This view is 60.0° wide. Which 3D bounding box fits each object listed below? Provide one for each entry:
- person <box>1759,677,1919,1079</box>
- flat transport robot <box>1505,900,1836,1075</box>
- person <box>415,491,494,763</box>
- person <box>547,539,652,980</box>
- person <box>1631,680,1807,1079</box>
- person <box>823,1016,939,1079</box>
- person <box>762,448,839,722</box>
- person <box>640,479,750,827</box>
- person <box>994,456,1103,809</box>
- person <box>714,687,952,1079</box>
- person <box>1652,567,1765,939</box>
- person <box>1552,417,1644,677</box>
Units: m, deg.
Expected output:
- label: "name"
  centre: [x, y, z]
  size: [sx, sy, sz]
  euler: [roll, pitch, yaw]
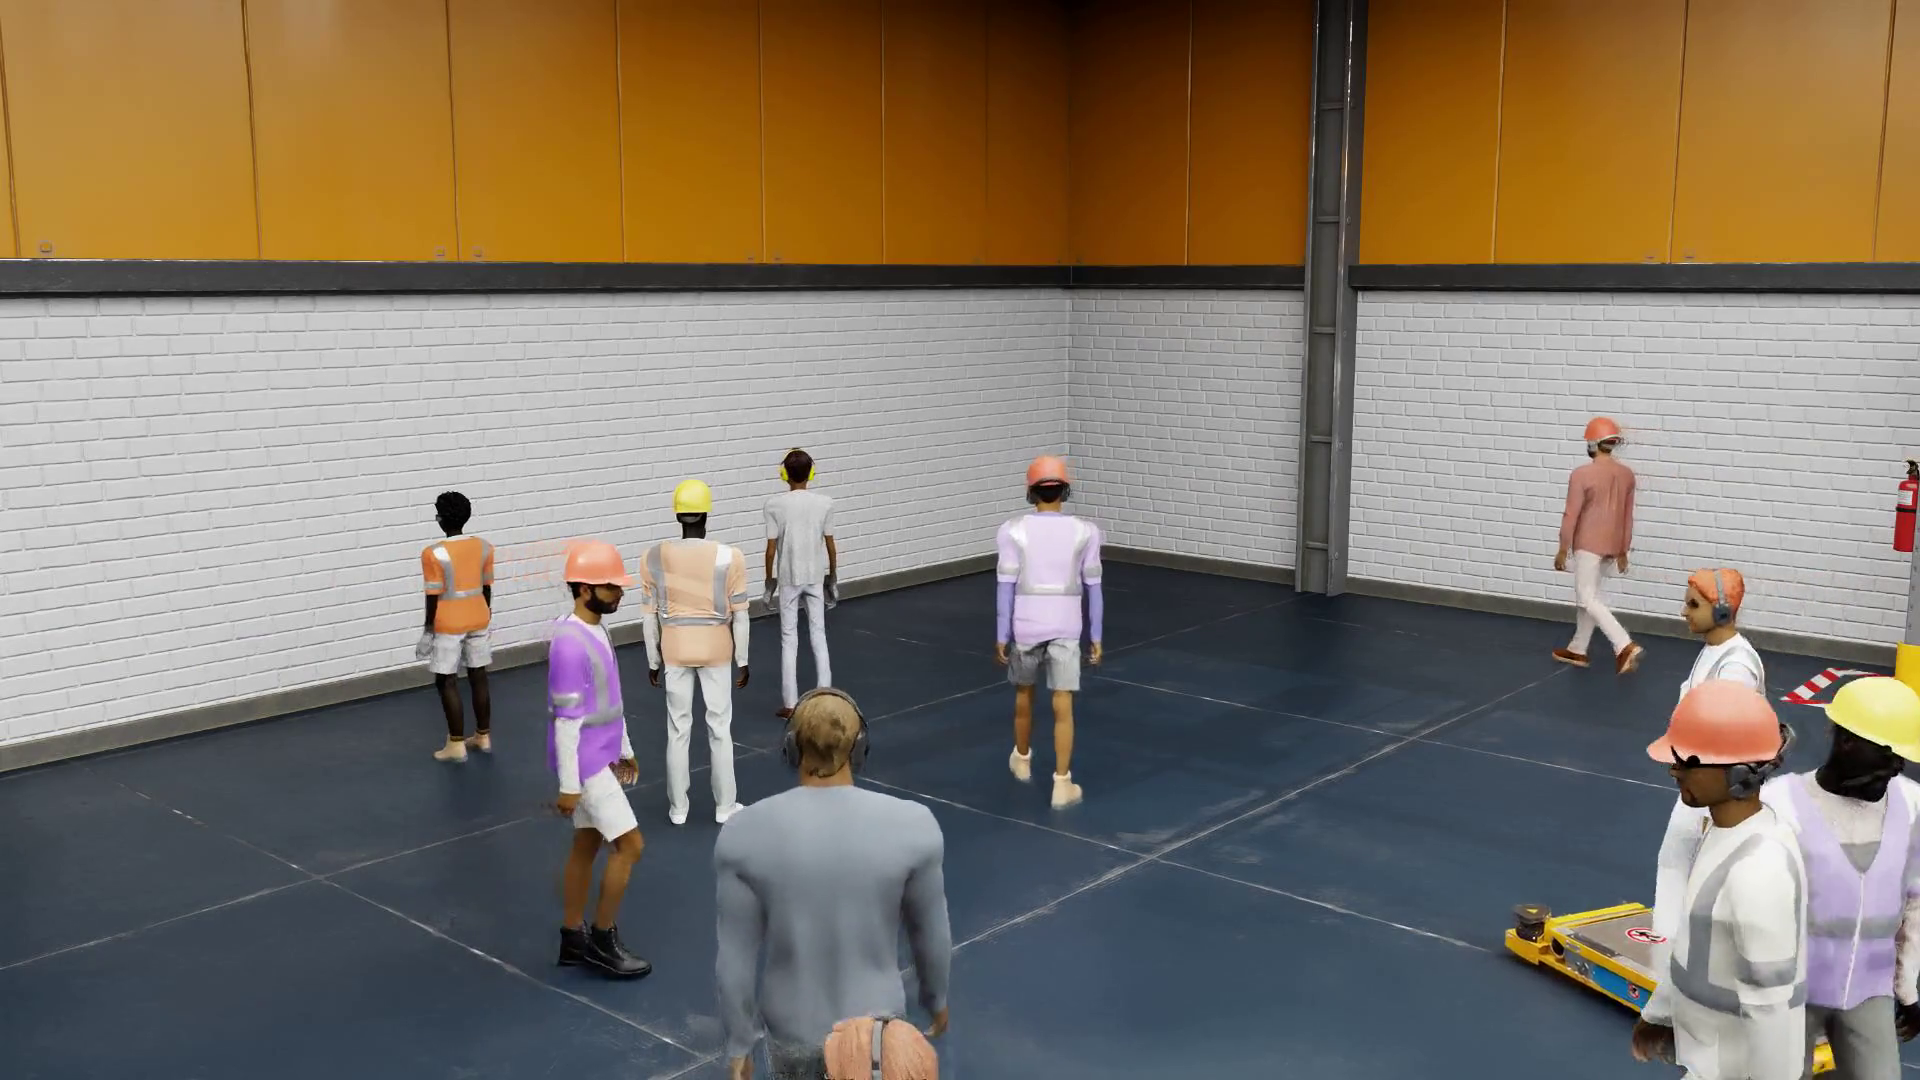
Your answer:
- label: "person"
  centre: [2.544, 1.320, 4.871]
  size: [0.646, 1.890, 0.544]
  euler: [0, 9, 0]
- label: "flat transport robot"
  centre: [3.010, 1.809, 6.895]
  size: [0.652, 0.197, 1.431]
  euler: [-4, 10, -23]
- label: "person"
  centre: [-3.152, 0.543, 10.401]
  size: [0.326, 1.694, 0.591]
  euler: [6, 11, 32]
- label: "person"
  centre: [-1.521, 0.945, 7.185]
  size: [0.577, 1.919, 0.544]
  euler: [-1, 9, -5]
- label: "person"
  centre: [1.894, 1.342, 4.430]
  size: [1.051, 1.987, 0.638]
  euler: [4, 10, 25]
- label: "person"
  centre: [-0.120, 1.712, 3.253]
  size: [0.391, 1.624, 0.537]
  euler: [0, 9, 0]
- label: "person"
  centre: [-1.087, 0.307, 11.342]
  size: [0.533, 1.864, 0.310]
  euler: [-3, 9, -16]
- label: "person"
  centre: [-1.445, 0.624, 9.143]
  size: [0.587, 1.930, 0.360]
  euler: [0, 9, -1]
- label: "person"
  centre: [0.514, 0.514, 9.712]
  size: [0.640, 1.984, 0.878]
  euler: [0, 9, -3]
- label: "person"
  centre: [-0.342, 1.335, 4.786]
  size: [0.641, 1.895, 0.973]
  euler: [1, 9, 5]
- label: "person"
  centre: [3.212, 1.023, 6.874]
  size: [0.832, 1.857, 0.582]
  euler: [2, 9, 14]
- label: "person"
  centre: [4.888, 0.053, 12.630]
  size: [0.609, 1.969, 0.894]
  euler: [-5, 10, -28]
